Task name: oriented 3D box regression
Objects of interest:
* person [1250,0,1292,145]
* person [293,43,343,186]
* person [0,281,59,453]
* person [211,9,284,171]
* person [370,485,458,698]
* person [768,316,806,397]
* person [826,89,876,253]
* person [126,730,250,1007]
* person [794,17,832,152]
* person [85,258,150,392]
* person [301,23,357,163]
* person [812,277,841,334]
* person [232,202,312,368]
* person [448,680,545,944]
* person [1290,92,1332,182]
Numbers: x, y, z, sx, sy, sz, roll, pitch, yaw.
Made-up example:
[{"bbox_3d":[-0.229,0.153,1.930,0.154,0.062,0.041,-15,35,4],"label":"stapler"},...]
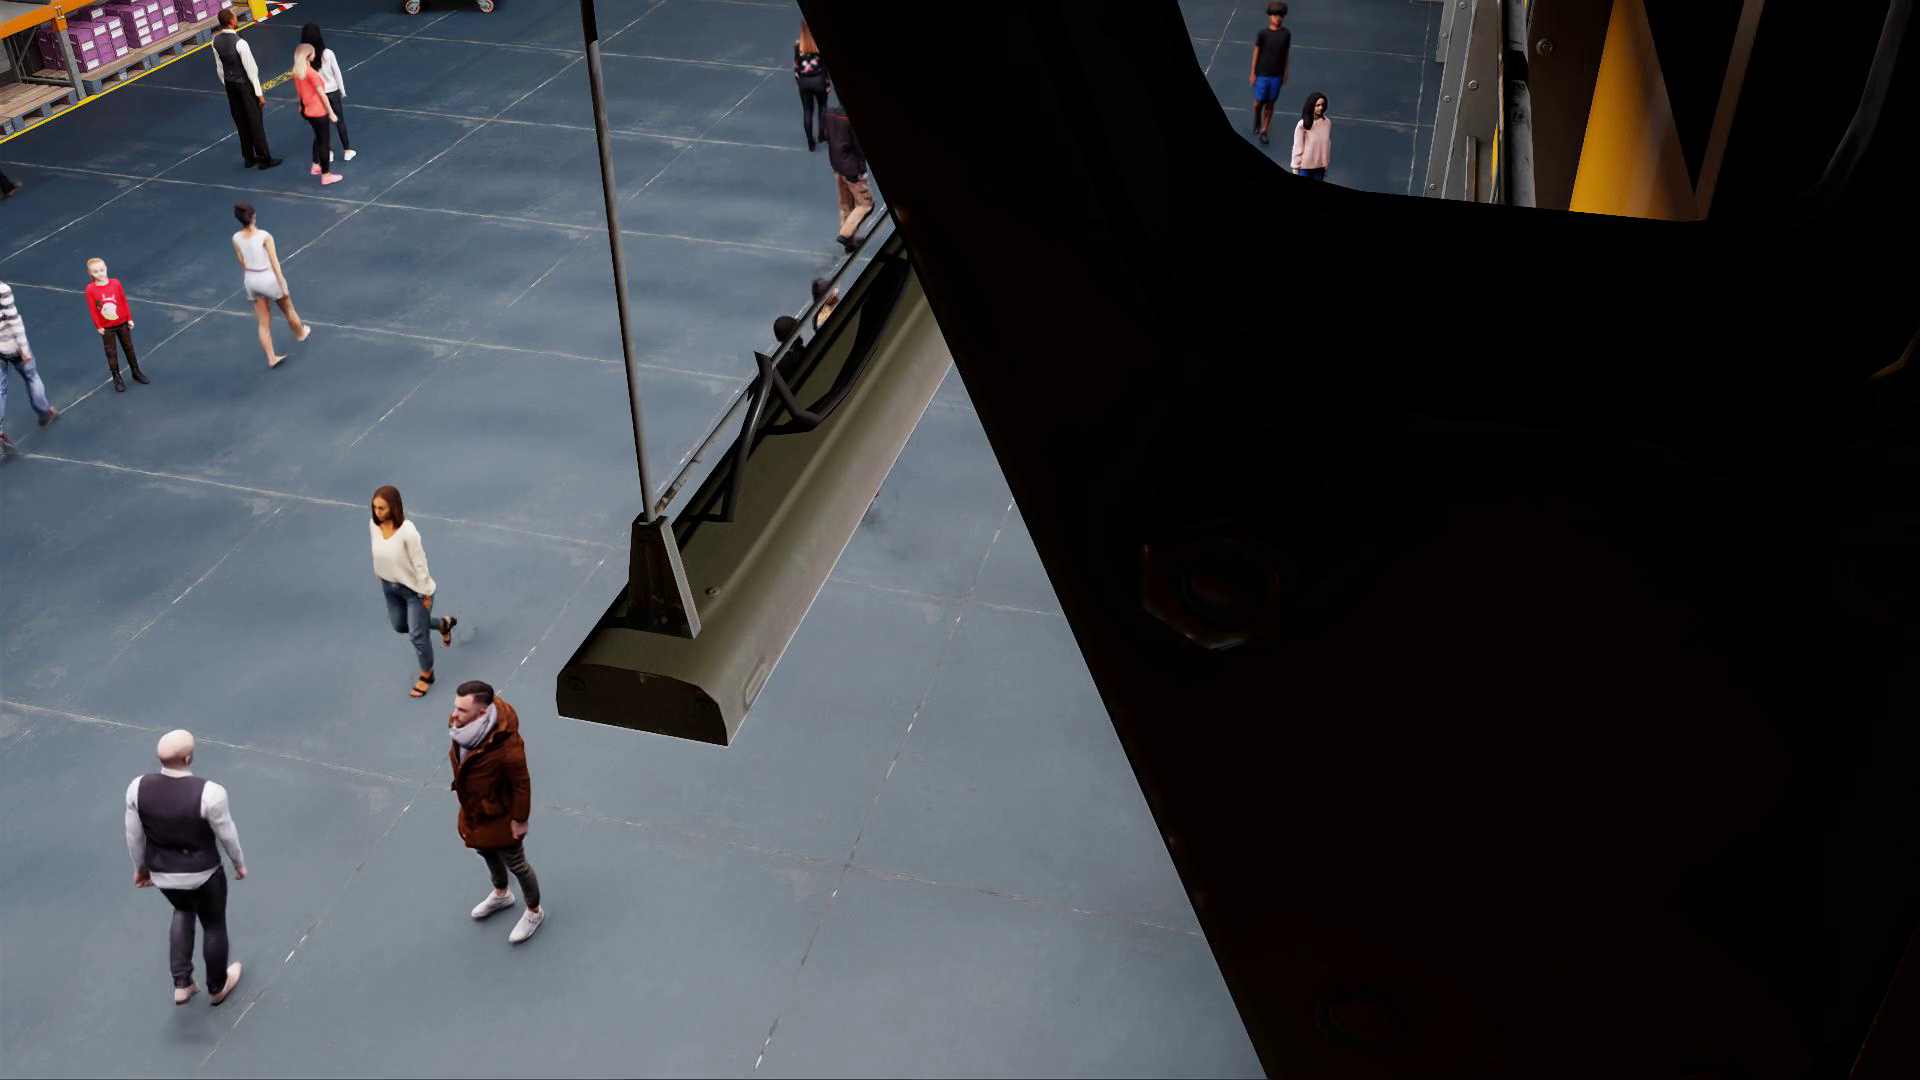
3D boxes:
[{"bbox_3d":[3.910,-5.949,21.083,0.734,1.790,0.845,0,34,0],"label":"person"},{"bbox_3d":[-7.766,-5.058,19.842,0.726,1.679,0.730,26,42,34],"label":"person"},{"bbox_3d":[-8.454,-1.656,14.602,0.908,1.814,1.228,-2,34,-3],"label":"person"},{"bbox_3d":[-8.766,-5.500,20.293,0.712,1.917,0.594,11,35,16],"label":"person"},{"bbox_3d":[-3.856,0.299,11.797,0.728,1.664,0.897,16,37,22],"label":"person"},{"bbox_3d":[-1.317,-1.057,13.849,0.765,1.651,0.748,20,38,27],"label":"person"},{"bbox_3d":[-1.251,-3.996,18.030,0.870,1.917,0.909,25,41,33],"label":"person"},{"bbox_3d":[-4.323,1.894,9.283,0.823,1.790,0.883,-4,34,-7],"label":"person"},{"bbox_3d":[-1.855,-5.689,20.803,0.683,1.667,0.727,1,34,1],"label":"person"},{"bbox_3d":[-7.991,-2.055,15.685,0.564,1.280,0.643,-27,42,-35],"label":"person"},{"bbox_3d":[-7.843,-5.523,20.523,0.695,1.701,0.688,-4,34,-7],"label":"person"},{"bbox_3d":[-1.130,-1.545,14.553,0.724,1.683,0.618,-18,38,-25],"label":"person"},{"bbox_3d":[-6.714,-2.422,15.940,0.735,1.609,1.006,5,34,7],"label":"person"},{"bbox_3d":[-2.730,1.557,9.746,0.816,1.839,0.833,23,40,30],"label":"person"},{"bbox_3d":[3.824,-4.057,18.254,0.722,1.770,0.751,-13,36,-19],"label":"person"}]
